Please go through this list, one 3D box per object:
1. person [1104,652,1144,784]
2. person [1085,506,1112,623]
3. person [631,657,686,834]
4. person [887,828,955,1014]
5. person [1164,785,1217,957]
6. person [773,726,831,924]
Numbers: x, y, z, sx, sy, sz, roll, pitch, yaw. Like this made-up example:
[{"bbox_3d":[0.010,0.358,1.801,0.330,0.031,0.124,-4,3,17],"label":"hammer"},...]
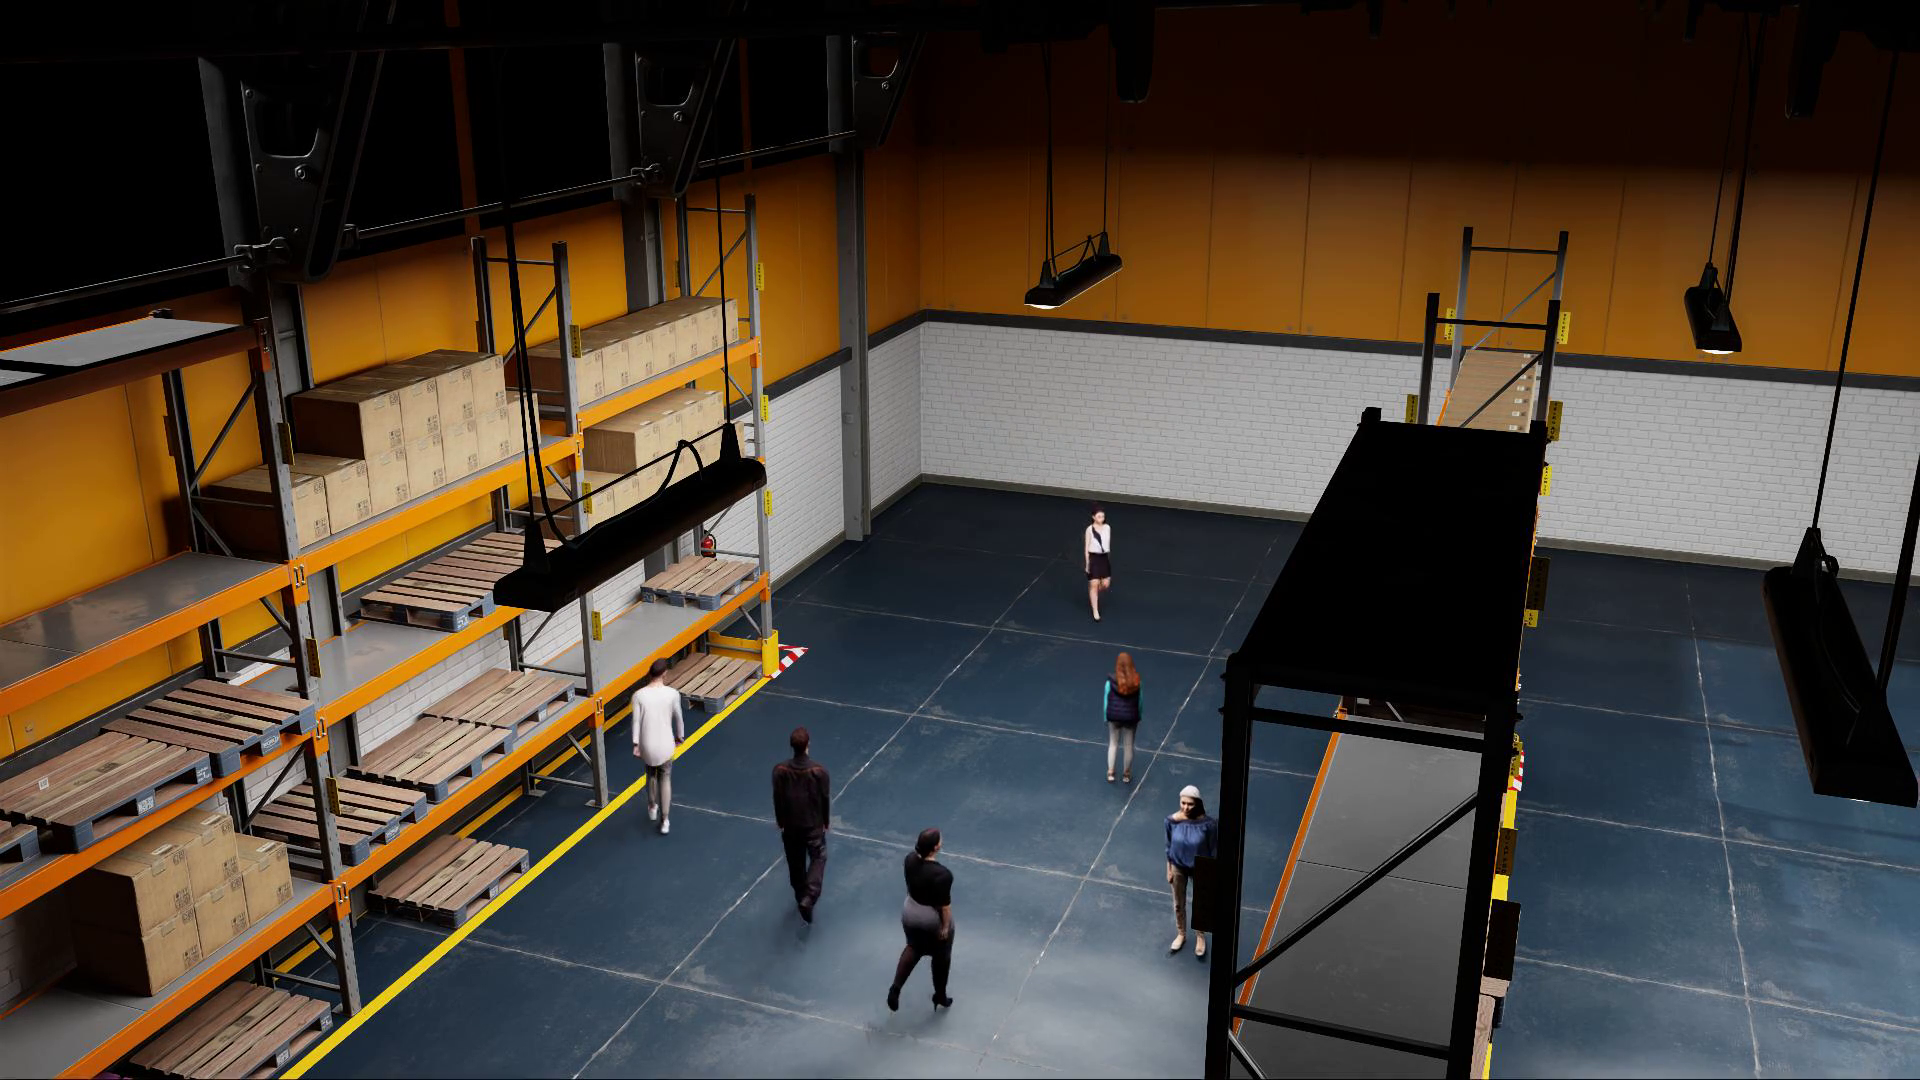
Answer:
[{"bbox_3d":[1.785,1.934,18.118,0.627,1.500,0.655,3,19,9],"label":"person"},{"bbox_3d":[1.835,0.310,22.722,0.749,1.638,0.812,-8,20,-22],"label":"person"},{"bbox_3d":[-3.115,2.139,17.052,0.877,1.791,0.971,-5,19,-14],"label":"person"},{"bbox_3d":[-0.334,3.223,13.908,0.871,1.742,1.017,16,25,40],"label":"person"},{"bbox_3d":[2.056,2.941,14.844,0.638,1.680,0.631,5,19,15],"label":"person"},{"bbox_3d":[-1.453,2.654,15.359,0.840,1.895,1.078,2,19,5],"label":"person"}]
